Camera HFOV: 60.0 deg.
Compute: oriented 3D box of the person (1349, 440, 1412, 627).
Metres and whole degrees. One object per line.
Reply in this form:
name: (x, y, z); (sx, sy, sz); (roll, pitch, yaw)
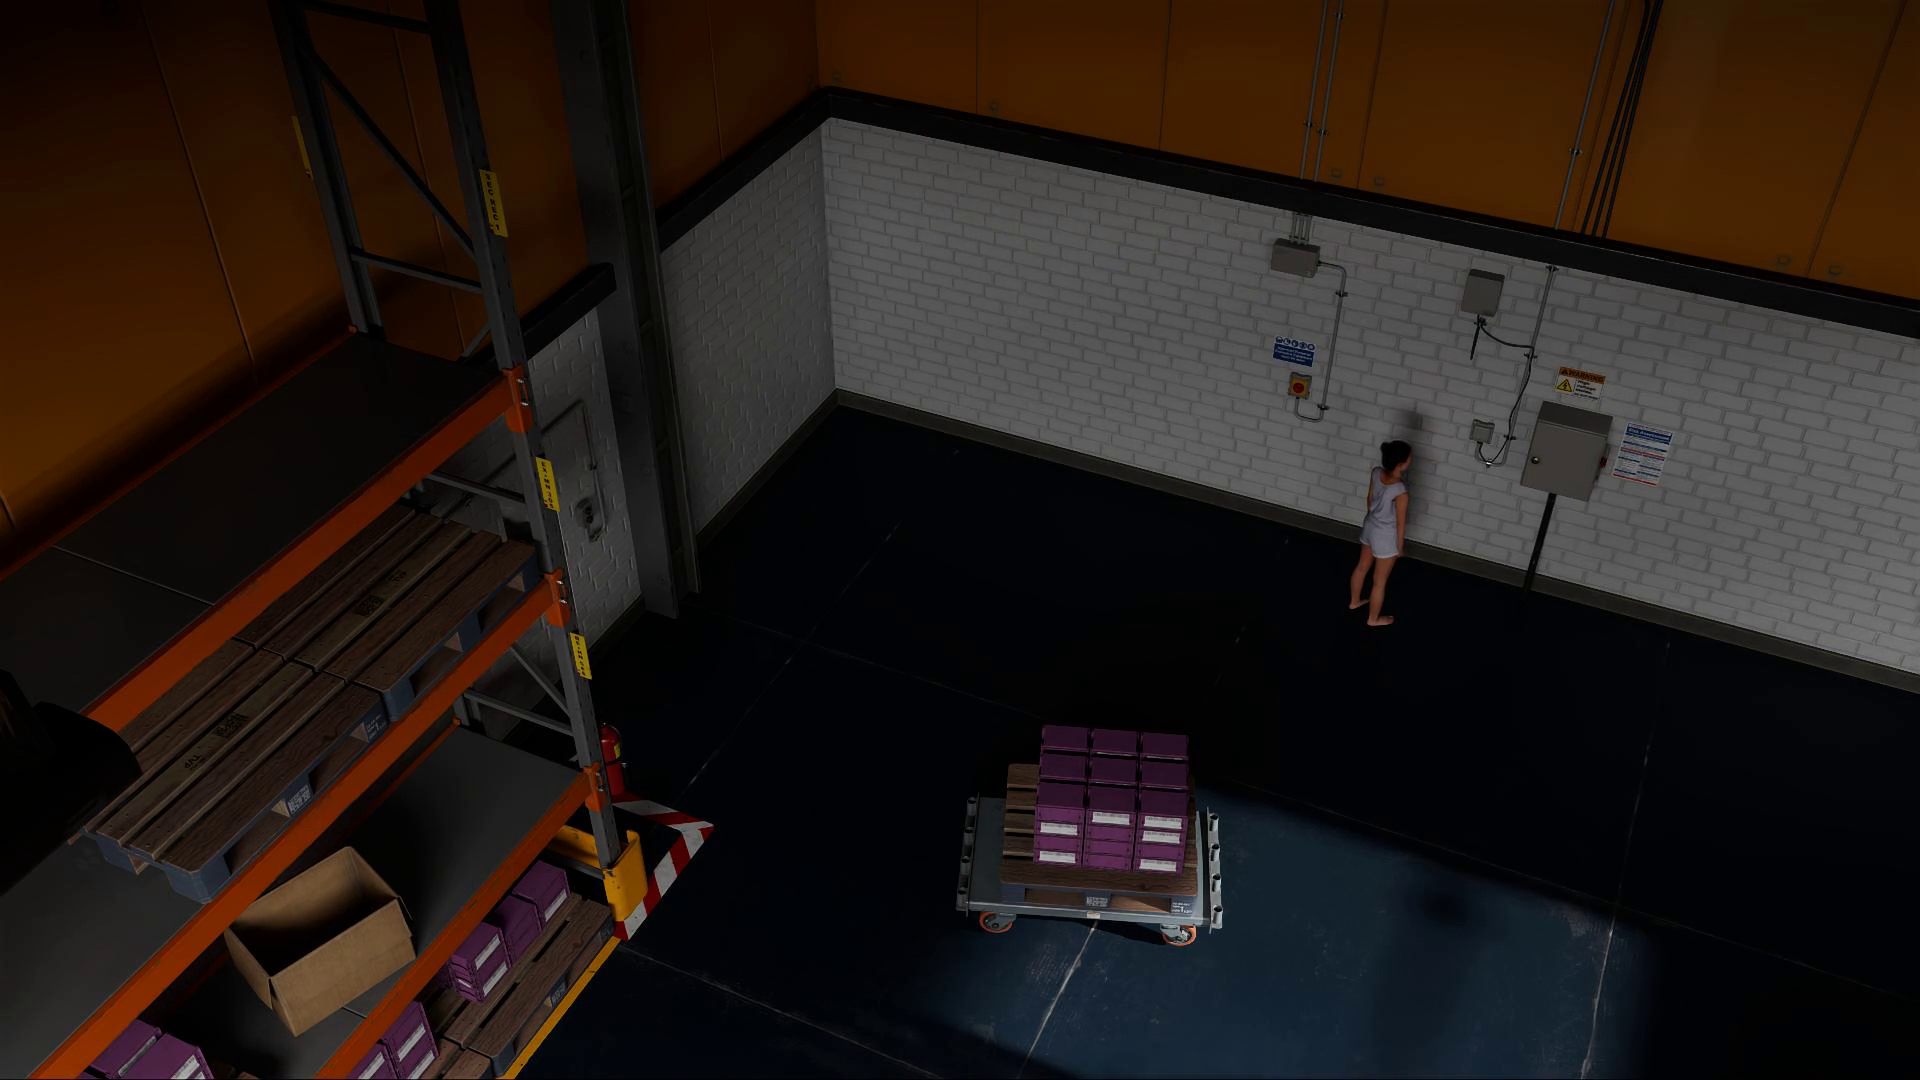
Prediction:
person: (3.164, -0.070, 12.471); (0.694, 1.633, 0.649); (-17, 42, -20)
